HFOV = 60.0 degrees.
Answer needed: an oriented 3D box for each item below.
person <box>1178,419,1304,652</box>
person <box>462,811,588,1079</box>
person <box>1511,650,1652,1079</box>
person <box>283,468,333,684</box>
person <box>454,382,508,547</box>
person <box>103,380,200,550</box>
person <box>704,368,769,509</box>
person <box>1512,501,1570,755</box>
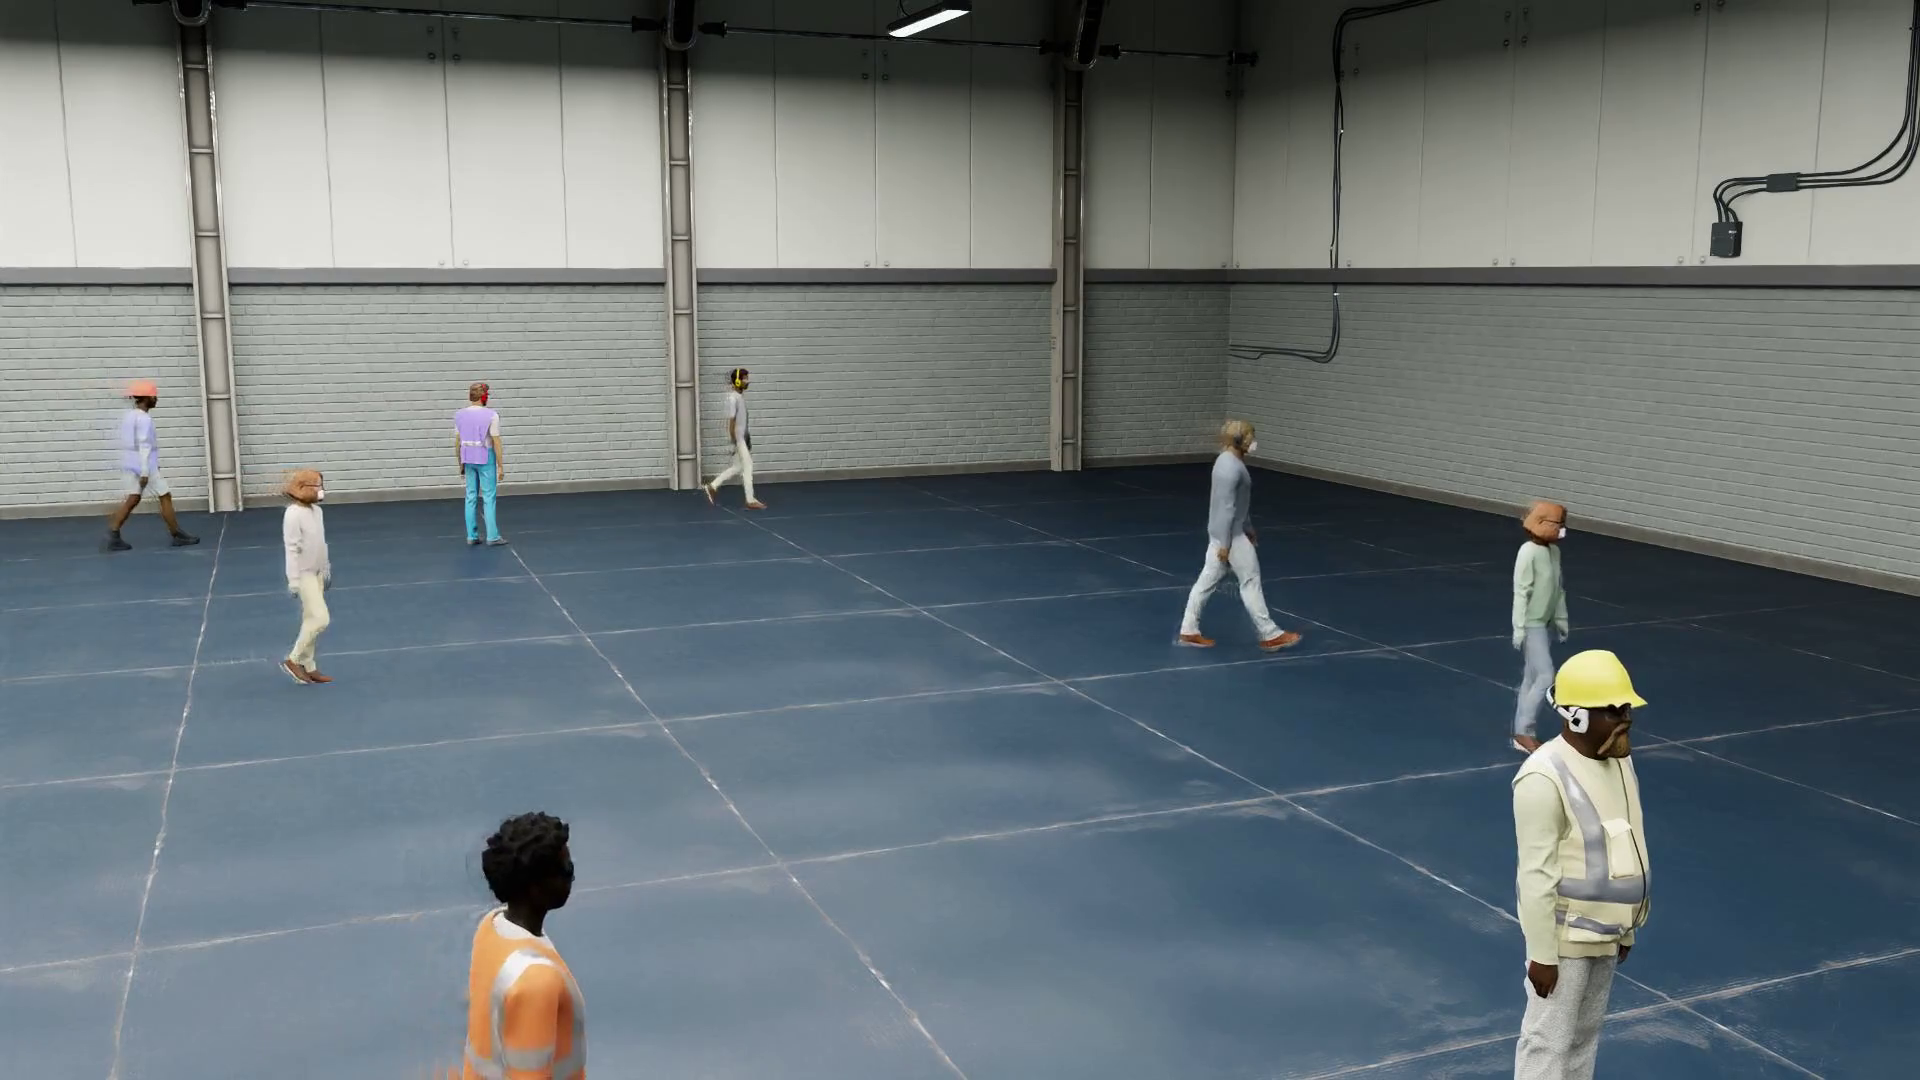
[{"bbox_3d":[2.242,-0.032,13.406,1.011,1.887,0.648,0,9,3],"label":"person"},{"bbox_3d":[-1.081,1.513,4.413,0.858,1.642,0.549,-5,10,-29],"label":"person"},{"bbox_3d":[2.032,1.261,5.440,0.588,1.837,0.404,-9,13,-44],"label":"person"},{"bbox_3d":[-4.784,0.277,12.268,0.372,1.617,0.518,0,9,2],"label":"person"},{"bbox_3d":[-5.375,-0.838,18.596,0.572,1.840,0.374,3,9,17],"label":"person"},{"bbox_3d":[-9.038,-0.827,18.394,0.973,1.895,0.548,-9,13,-44],"label":"person"},{"bbox_3d":[-2.913,-1.318,21.602,0.785,1.852,0.520,0,9,-1],"label":"person"},{"bbox_3d":[3.694,0.562,10.459,0.411,1.619,0.533,8,12,40],"label":"person"}]
